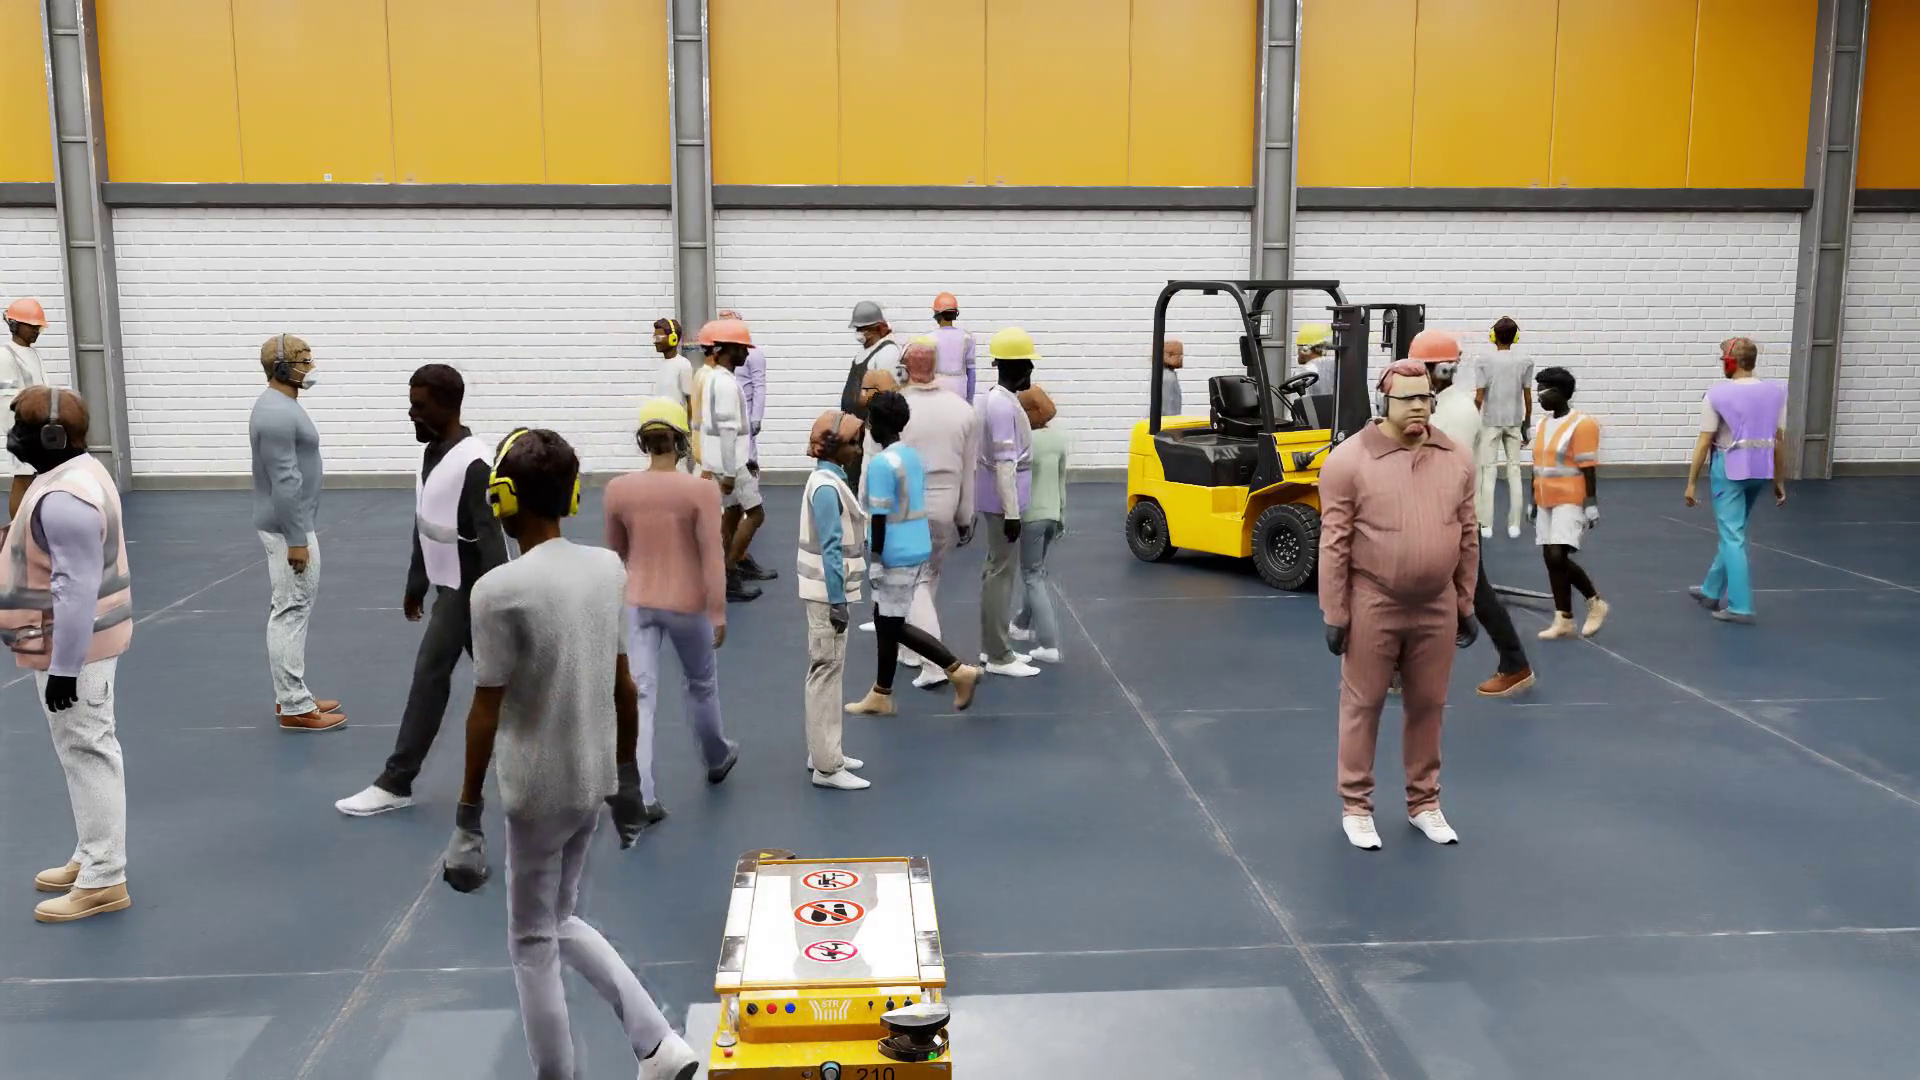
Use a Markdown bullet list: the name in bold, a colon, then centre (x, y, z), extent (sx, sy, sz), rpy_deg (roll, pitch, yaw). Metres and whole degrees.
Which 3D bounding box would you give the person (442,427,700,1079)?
- **person**: centre (-0.979, 0.651, 4.104), extent (0.477, 1.849, 0.541), rpy_deg (4, 10, 23)

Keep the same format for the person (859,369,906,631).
- **person**: centre (-0.478, -0.247, 10.380), extent (0.282, 1.633, 0.501), rpy_deg (3, 9, 17)

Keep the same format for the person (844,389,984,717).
- **person**: centre (-0.228, 0.093, 8.221), extent (0.675, 1.652, 0.538), rpy_deg (2, 9, 15)

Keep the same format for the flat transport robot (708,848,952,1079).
- **flat transport robot**: centre (-0.394, 1.269, 5.127), extent (0.652, 0.197, 1.431), rpy_deg (-1, 9, -4)

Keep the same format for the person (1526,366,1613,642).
- **person**: centre (3.638, -0.214, 10.061), extent (0.373, 1.664, 0.574), rpy_deg (-3, 10, -18)

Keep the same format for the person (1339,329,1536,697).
- **person**: centre (2.565, -0.123, 8.671), extent (1.016, 1.948, 0.613), rpy_deg (-2, 9, -12)

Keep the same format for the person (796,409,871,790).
- **person**: centre (-0.554, 0.253, 7.229), extent (0.310, 1.640, 0.514), rpy_deg (-1, 9, -7)

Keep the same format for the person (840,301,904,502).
- **person**: centre (-0.786, -0.969, 13.643), extent (0.826, 2.000, 0.701), rpy_deg (-4, 10, -23)

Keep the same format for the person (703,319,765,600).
- **person**: centre (-1.523, -0.537, 11.321), extent (0.430, 1.919, 0.559), rpy_deg (-3, 10, -19)

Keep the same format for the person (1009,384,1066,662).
- **person**: centre (0.384, -0.115, 9.699), extent (0.733, 1.587, 0.531), rpy_deg (7, 11, 36)

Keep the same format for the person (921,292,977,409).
- **person**: centre (-0.139, -1.429, 16.513), extent (0.609, 2.048, 0.367), rpy_deg (-4, 10, -22)

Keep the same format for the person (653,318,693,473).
- **person**: centre (-2.336, -0.854, 13.459), extent (0.315, 1.870, 0.532), rpy_deg (-7, 11, -37)

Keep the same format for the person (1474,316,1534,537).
- **person**: centre (4.567, -0.949, 14.046), extent (0.518, 1.874, 0.330), rpy_deg (1, 9, 5)

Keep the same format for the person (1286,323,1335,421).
- **person**: centre (2.810, -0.876, 13.746), extent (0.610, 1.814, 0.620), rpy_deg (7, 12, 39)

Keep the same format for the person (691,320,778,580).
- **person**: centre (-1.822, -0.622, 11.939), extent (0.915, 1.909, 0.556), rpy_deg (-2, 9, -14)

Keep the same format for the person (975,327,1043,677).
- **person**: centre (0.265, -0.204, 9.254), extent (0.418, 1.934, 0.600), rpy_deg (-1, 9, -3)

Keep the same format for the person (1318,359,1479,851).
- **person**: centre (1.702, 0.253, 6.432), extent (0.646, 1.902, 0.401), rpy_deg (-2, 9, -10)

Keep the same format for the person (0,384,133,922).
- **person**: centre (-3.101, 0.383, 5.775), extent (0.429, 1.846, 0.627), rpy_deg (-4, 10, -26)

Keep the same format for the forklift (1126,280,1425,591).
- **forklift**: centre (2.301, -0.860, 12.475), extent (1.214, 2.155, 2.313), rpy_deg (-6, 11, -35)

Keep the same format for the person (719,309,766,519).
- **person**: centre (-2.062, -1.128, 15.063), extent (0.642, 1.909, 0.399), rpy_deg (6, 11, 31)

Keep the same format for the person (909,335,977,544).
- **person**: centre (-0.204, -0.756, 13.238), extent (0.557, 1.742, 0.537), rpy_deg (-6, 11, -34)

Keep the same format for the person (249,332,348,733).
- **person**: centre (-3.245, -0.036, 8.104), extent (0.373, 1.940, 0.630), rpy_deg (-4, 10, -23)

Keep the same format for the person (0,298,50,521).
- **person**: centre (-7.229, -0.855, 12.952), extent (0.392, 2.033, 0.605), rpy_deg (-1, 9, -8)

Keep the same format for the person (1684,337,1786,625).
- **person**: centre (4.936, -0.397, 10.759), extent (0.605, 1.812, 0.826), rpy_deg (-3, 9, -16)

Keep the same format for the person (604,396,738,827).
- **person**: centre (-1.196, 0.267, 6.888), extent (0.548, 1.713, 0.897), rpy_deg (2, 9, 10)

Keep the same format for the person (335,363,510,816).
- **person**: centre (-2.106, 0.180, 7.006), extent (1.047, 1.866, 0.617), rpy_deg (-6, 11, -32)

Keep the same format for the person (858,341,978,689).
- **person**: centre (-0.237, -0.147, 9.047), extent (0.653, 1.868, 0.902), rpy_deg (-5, 10, -30)

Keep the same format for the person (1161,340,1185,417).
- **person**: centre (1.895, -1.028, 15.306), extent (0.485, 1.621, 0.514), rpy_deg (1, 9, 4)
